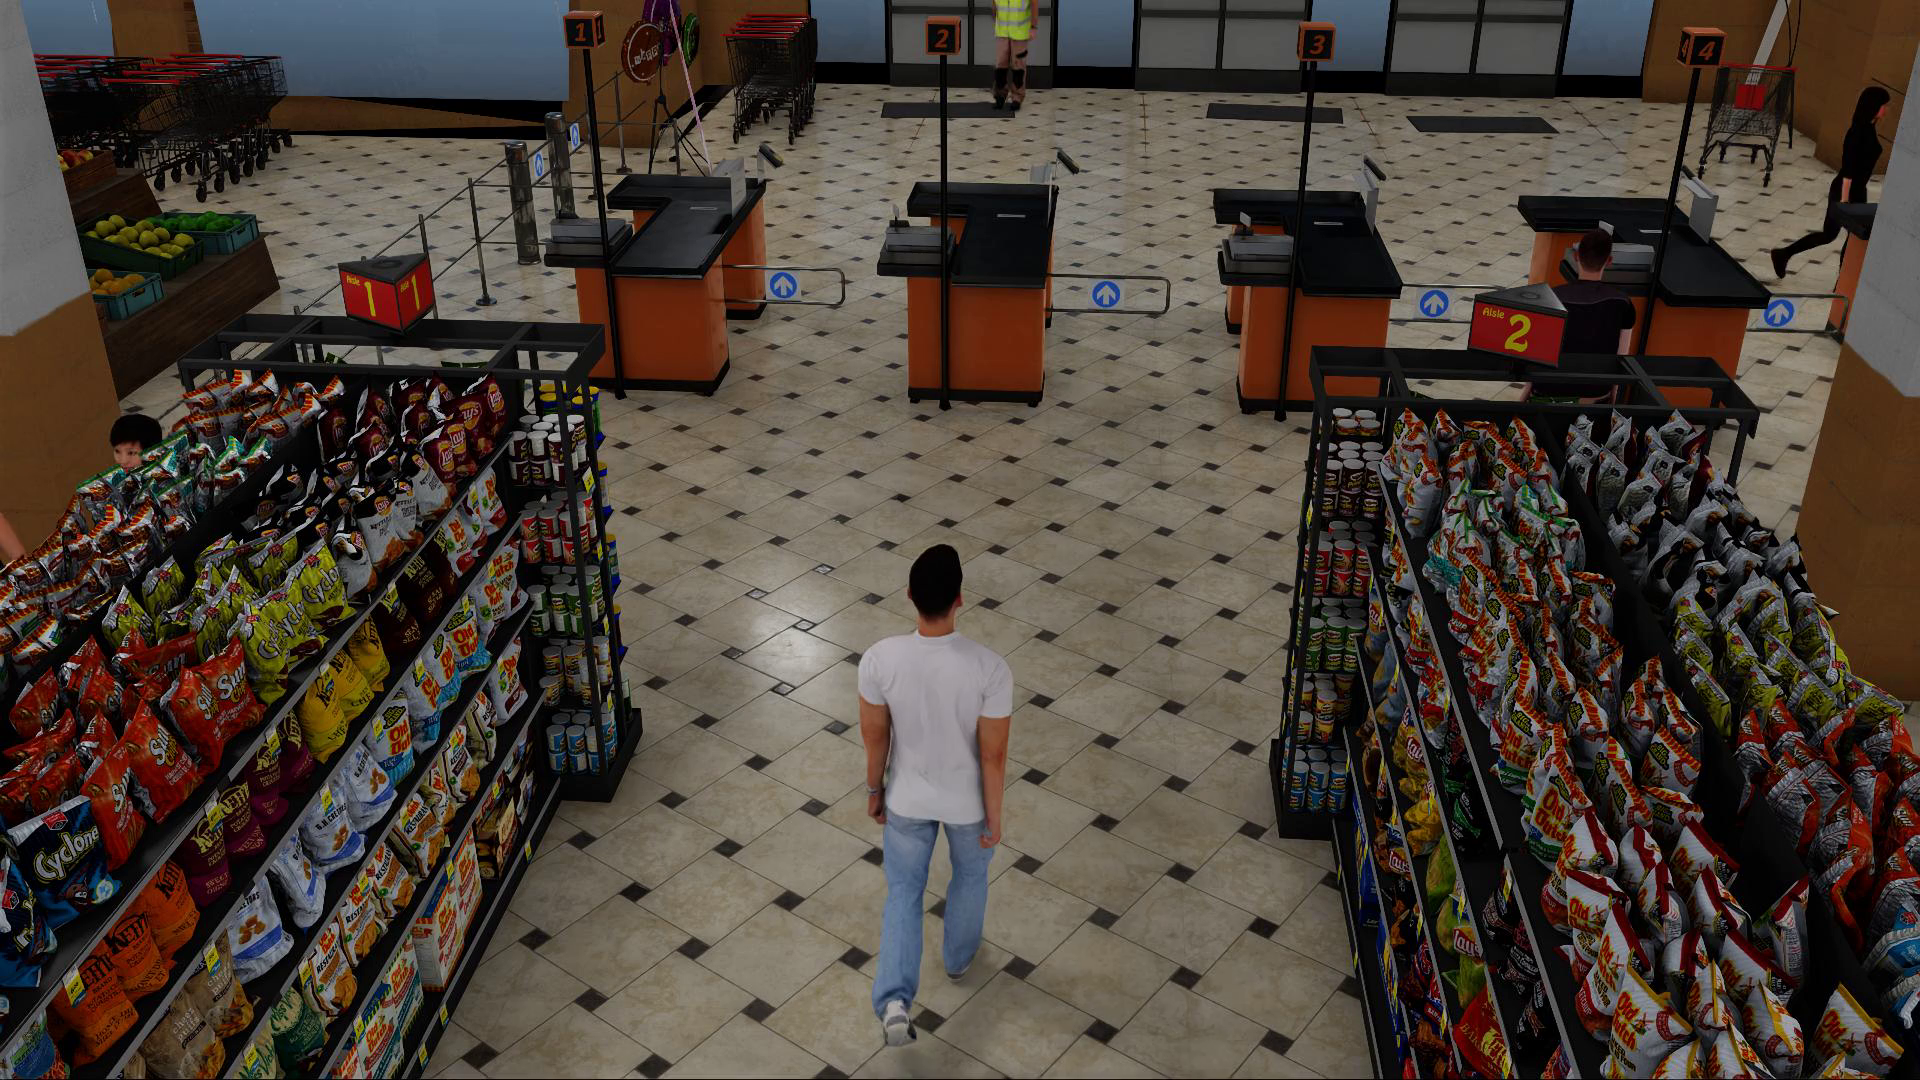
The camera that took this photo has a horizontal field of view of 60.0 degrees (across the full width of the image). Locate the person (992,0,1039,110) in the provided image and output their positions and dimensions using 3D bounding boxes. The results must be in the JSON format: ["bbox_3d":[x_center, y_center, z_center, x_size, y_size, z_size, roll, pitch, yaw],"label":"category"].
[{"bbox_3d":[0.591,-5.784,18.896,0.737,1.794,0.796,9,28,18],"label":"person"}]

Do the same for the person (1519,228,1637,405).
[{"bbox_3d":[3.297,-0.784,8.984,0.703,1.842,0.620,5,27,11],"label":"person"}]

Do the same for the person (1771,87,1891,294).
[{"bbox_3d":[6.887,-2.721,13.045,0.987,1.624,1.016,-24,36,-39],"label":"person"}]

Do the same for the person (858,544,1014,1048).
[{"bbox_3d":[-0.091,0.904,5.658,0.726,1.840,1.081,4,27,9],"label":"person"}]
